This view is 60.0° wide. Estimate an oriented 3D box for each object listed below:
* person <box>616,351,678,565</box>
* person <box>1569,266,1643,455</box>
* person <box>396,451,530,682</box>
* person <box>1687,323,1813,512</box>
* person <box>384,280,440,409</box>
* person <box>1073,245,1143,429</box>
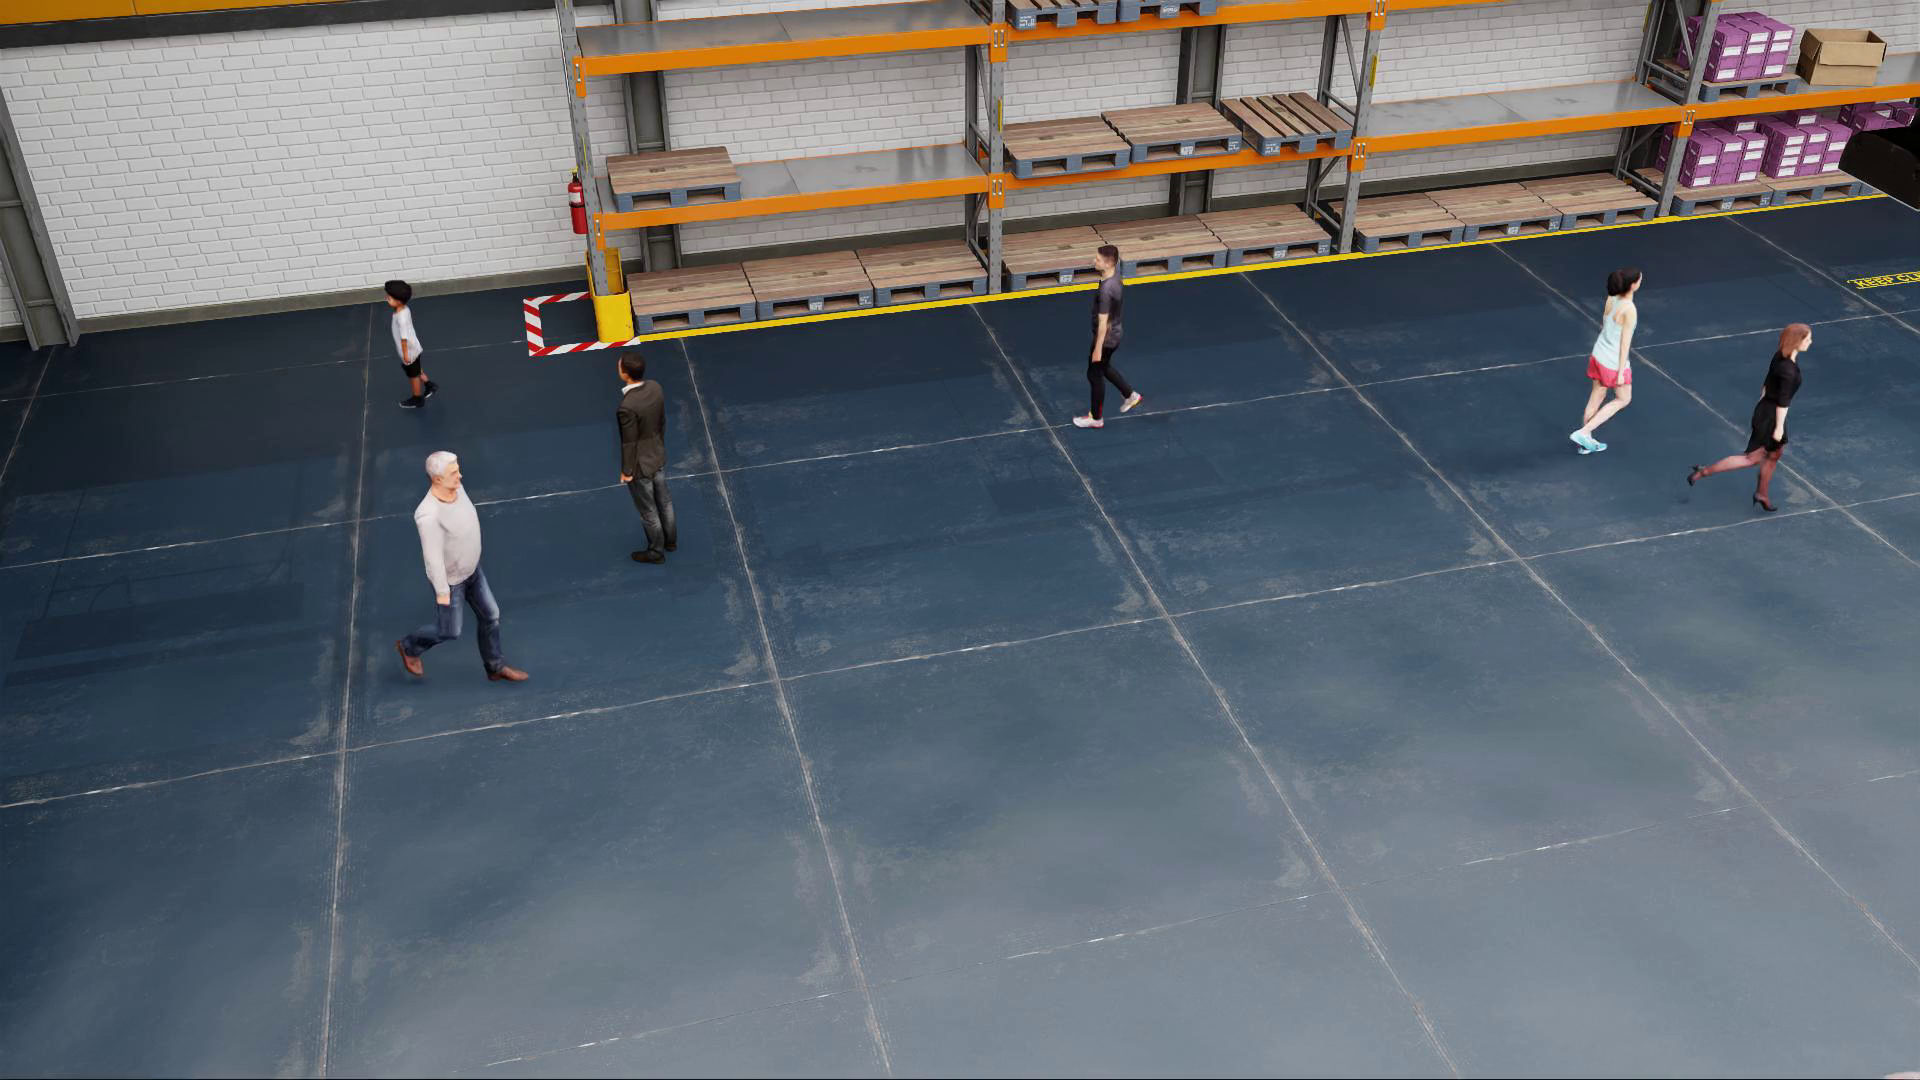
[{"bbox_3d":[-2.436,-0.642,12.862,0.771,1.804,0.753,13,36,19],"label":"person"},{"bbox_3d":[5.476,-1.498,14.189,0.660,1.760,0.607,-7,34,-10],"label":"person"},{"bbox_3d":[-3.566,0.228,11.482,1.275,1.881,1.061,6,34,9],"label":"person"},{"bbox_3d":[6.453,-0.969,13.467,1.082,1.678,0.932,10,35,15],"label":"person"},{"bbox_3d":[-4.944,-1.780,15.068,0.585,1.256,0.501,-7,34,-10],"label":"person"},{"bbox_3d":[1.345,-1.774,14.615,0.955,1.748,0.831,4,34,6],"label":"person"}]
